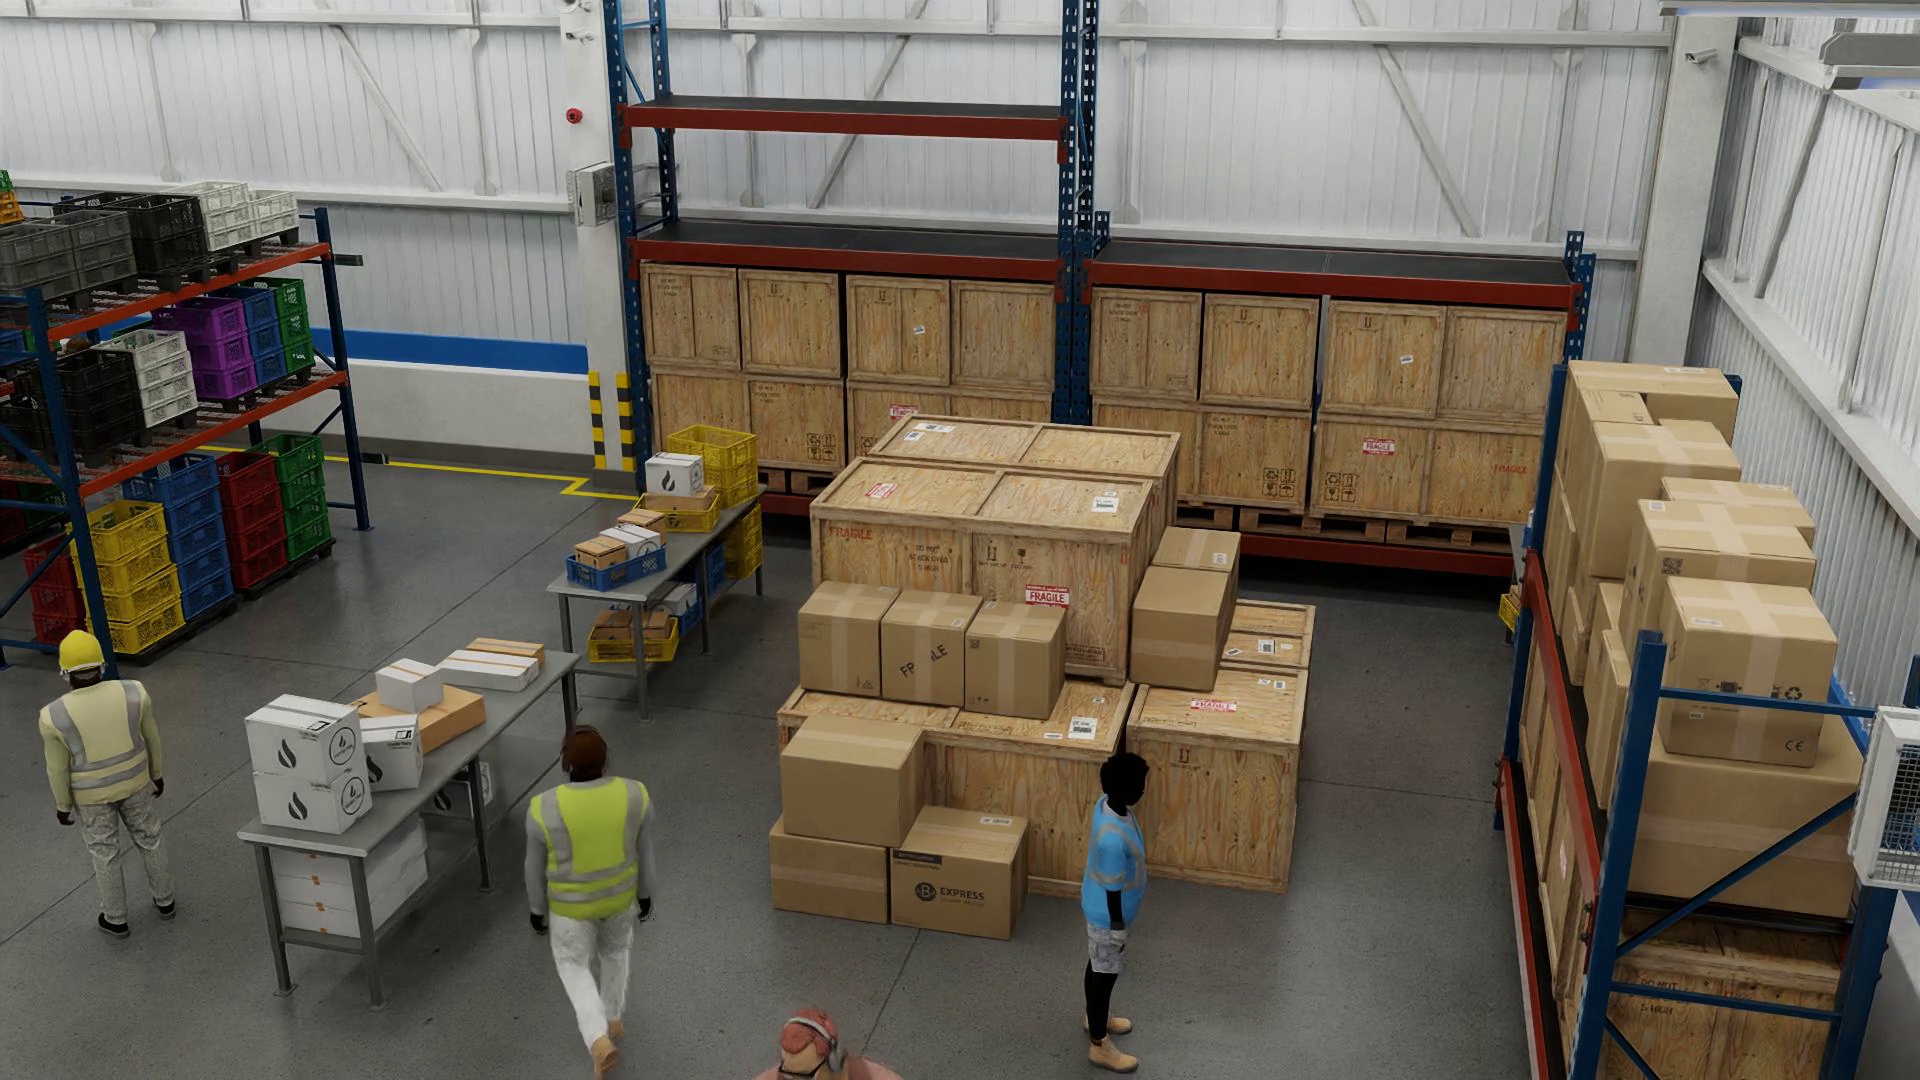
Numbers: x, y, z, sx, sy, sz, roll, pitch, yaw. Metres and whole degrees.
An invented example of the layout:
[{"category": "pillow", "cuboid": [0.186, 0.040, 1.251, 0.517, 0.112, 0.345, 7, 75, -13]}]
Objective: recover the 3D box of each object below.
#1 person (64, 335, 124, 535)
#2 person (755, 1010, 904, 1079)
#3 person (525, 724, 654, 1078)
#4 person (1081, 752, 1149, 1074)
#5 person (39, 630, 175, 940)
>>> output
[{"category": "person", "cuboid": [-7.808, -0.909, 15.067, 0.630, 1.940, 0.372, 15, 26, 34]}, {"category": "person", "cuboid": [-0.465, 2.536, 6.121, 0.683, 1.887, 0.572, 1, 21, 4]}, {"category": "person", "cuboid": [-1.798, 1.777, 8.209, 0.629, 1.822, 0.706, -10, 23, -25]}, {"category": "person", "cuboid": [0.761, 1.822, 8.262, 0.321, 1.692, 0.530, 1, 21, 2]}, {"category": "person", "cuboid": [-4.757, 1.355, 9.287, 0.588, 1.835, 0.403, -19, 28, -40]}]
